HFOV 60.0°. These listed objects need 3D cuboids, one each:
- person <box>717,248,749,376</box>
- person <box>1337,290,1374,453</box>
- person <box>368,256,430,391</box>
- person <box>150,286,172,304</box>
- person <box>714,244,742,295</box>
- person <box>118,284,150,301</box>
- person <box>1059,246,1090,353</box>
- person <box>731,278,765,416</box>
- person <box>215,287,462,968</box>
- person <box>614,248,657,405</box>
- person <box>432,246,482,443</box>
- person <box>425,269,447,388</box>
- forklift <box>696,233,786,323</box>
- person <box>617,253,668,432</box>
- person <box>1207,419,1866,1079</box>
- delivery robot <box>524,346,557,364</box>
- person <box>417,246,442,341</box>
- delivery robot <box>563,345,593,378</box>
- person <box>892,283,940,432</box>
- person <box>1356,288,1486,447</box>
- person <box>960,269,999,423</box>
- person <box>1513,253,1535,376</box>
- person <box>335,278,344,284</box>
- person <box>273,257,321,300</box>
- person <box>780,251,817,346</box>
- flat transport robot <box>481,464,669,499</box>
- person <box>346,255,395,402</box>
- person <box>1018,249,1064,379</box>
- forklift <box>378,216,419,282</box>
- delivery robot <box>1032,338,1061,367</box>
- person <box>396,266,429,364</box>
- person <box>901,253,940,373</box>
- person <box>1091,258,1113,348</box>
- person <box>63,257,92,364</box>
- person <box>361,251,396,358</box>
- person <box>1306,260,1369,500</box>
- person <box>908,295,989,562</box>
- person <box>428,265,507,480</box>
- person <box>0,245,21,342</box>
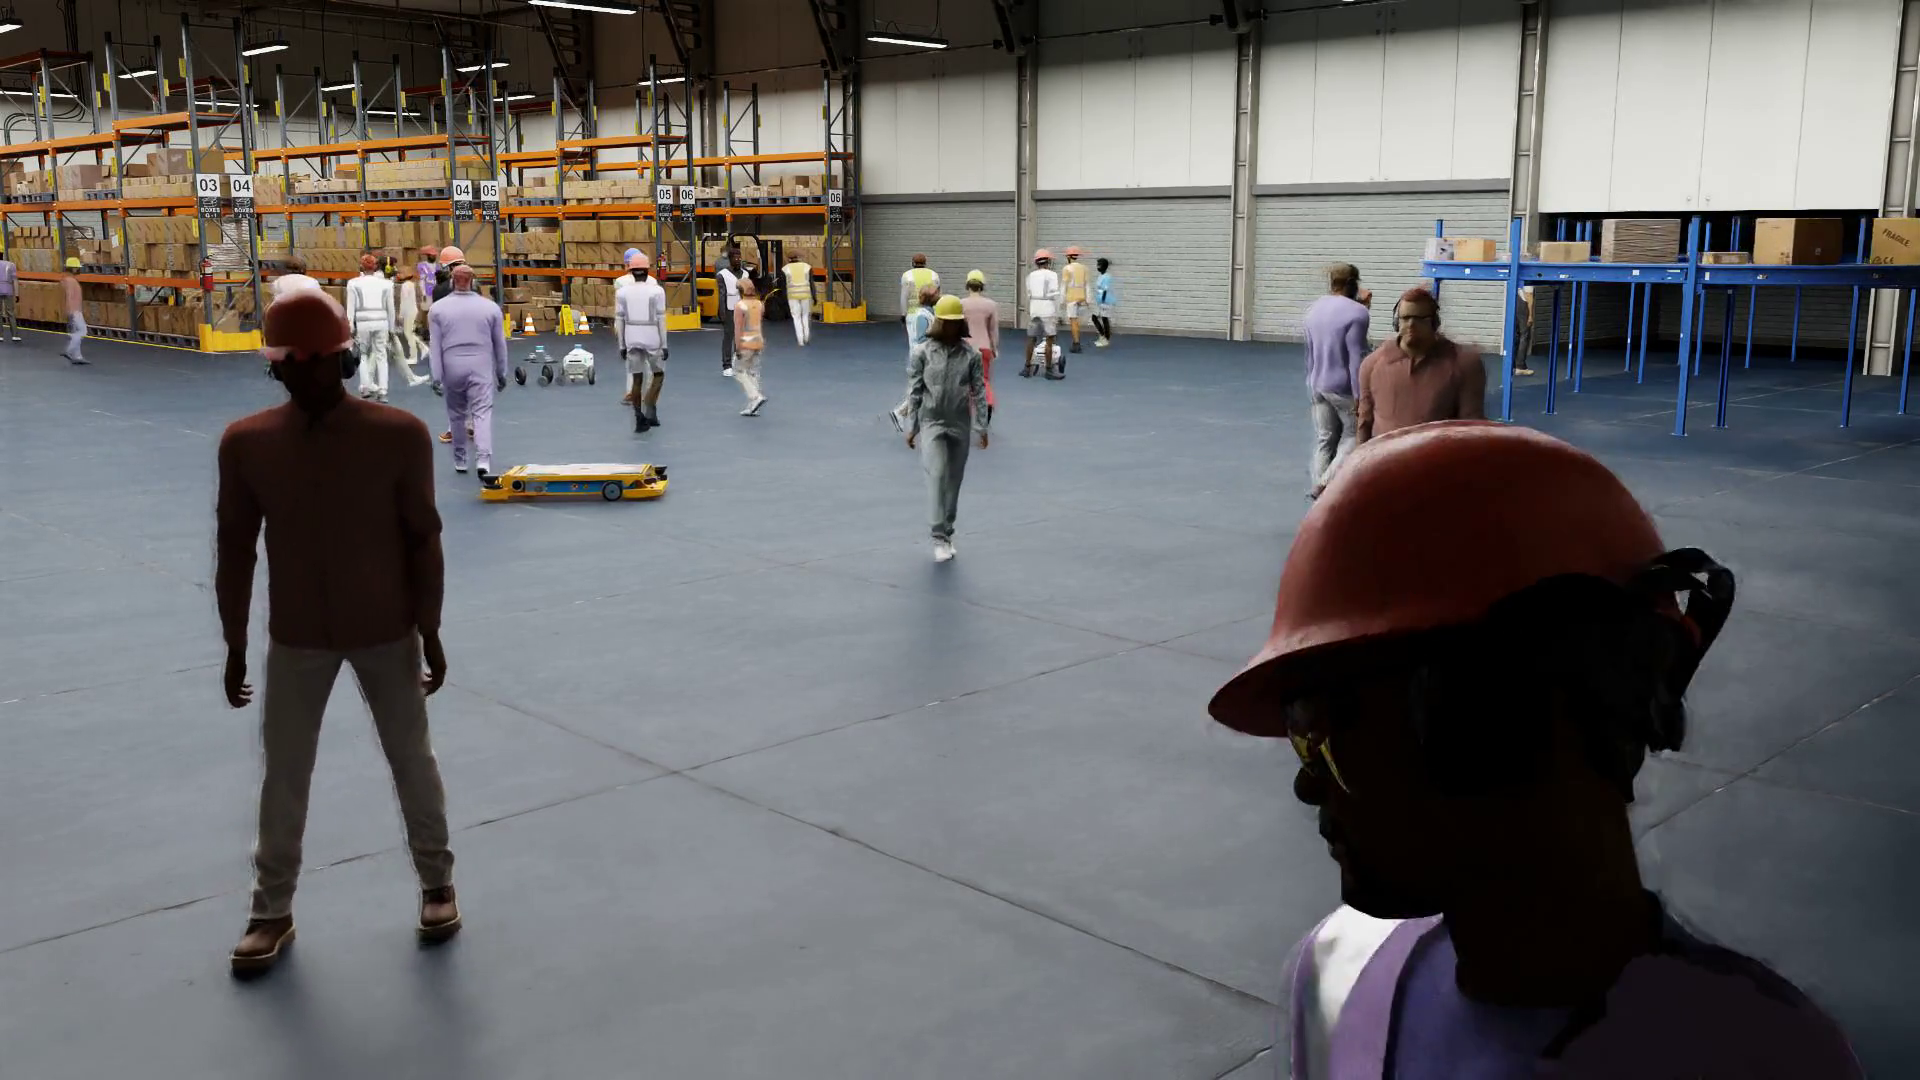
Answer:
[{"bbox_3d":[-3.429,-3.448,25.192,0.379,1.913,0.591,8,13,37],"label":"person"},{"bbox_3d":[3.818,-1.580,15.859,0.850,1.594,0.522,5,12,26],"label":"person"},{"bbox_3d":[-7.780,-2.958,22.771,0.970,1.811,0.548,-5,12,-26],"label":"person"},{"bbox_3d":[-19.279,-6.195,40.239,0.584,1.887,0.999,-8,13,-36],"label":"person"},{"bbox_3d":[-5.276,-5.813,38.079,0.655,1.914,0.572,0,10,0],"label":"person"},{"bbox_3d":[-18.900,-5.823,37.992,1.103,1.980,0.610,9,14,42],"label":"person"},{"bbox_3d":[2.041,-4.369,30.187,0.554,1.908,0.690,-8,13,-37],"label":"person"},{"bbox_3d":[-2.471,-2.254,19.471,0.394,1.623,0.517,7,12,32],"label":"person"},{"bbox_3d":[-1.832,0.247,4.882,0.635,1.981,0.437,-2,11,-12],"label":"person"},{"bbox_3d":[-4.080,-2.690,20.945,0.618,1.946,0.394,-9,14,-41],"label":"person"},{"bbox_3d":[-5.165,-2.009,17.110,0.375,1.995,0.609,6,12,32],"label":"person"},{"bbox_3d":[-6.906,-2.810,22.353,0.794,1.658,0.554,0,10,0],"label":"person"},{"bbox_3d":[-5.496,-6.489,41.108,2.313,2.155,1.214,-10,14,-44],"label":"forklift"},{"bbox_3d":[-3.443,-2.145,18.053,0.570,1.916,0.440,1,10,7],"label":"person"},{"bbox_3d":[0.411,0.932,1.117,0.441,1.985,0.727,-2,11,-12],"label":"person"},{"bbox_3d":[-5.974,-2.643,23.644,0.335,0.223,0.698,-8,13,-37],"label":"delivery robot"},{"bbox_3d":[-10.534,-4.931,33.306,0.972,1.885,0.568,9,14,41],"label":"person"},{"bbox_3d":[-5.495,-2.570,23.956,0.477,0.478,0.707,-1,10,-5],"label":"delivery robot"},{"bbox_3d":[-0.408,-1.847,17.235,0.575,1.628,0.524,2,11,11],"label":"person"},{"bbox_3d":[2.272,-0.319,8.308,0.641,1.843,1.031,4,11,22],"label":"person"},{"bbox_3d":[0.176,-2.087,18.238,0.539,1.744,0.625,-2,11,-12],"label":"person"},{"bbox_3d":[8.573,-3.439,25.309,0.392,1.840,0.550,-3,11,-18],"label":"person"},{"bbox_3d":[-18.306,-7.823,48.988,0.452,1.925,0.625,-10,14,-43],"label":"person"},{"bbox_3d":[-8.803,-2.888,22.370,0.655,1.815,0.798,1,10,6],"label":"person"},{"bbox_3d":[-3.131,-4.646,32.013,0.697,1.802,0.705,-4,11,-19],"label":"person"},{"bbox_3d":[-3.139,-0.488,13.631,1.431,0.197,0.652,-1,10,-5],"label":"flat transport robot"},{"bbox_3d":[-7.534,-2.702,21.247,0.657,1.860,0.600,-7,12,-33],"label":"person"},{"bbox_3d":[1.242,-3.347,24.697,0.742,1.898,0.402,9,14,40],"label":"person"},{"bbox_3d":[-17.868,-9.201,54.028,1.873,2.768,1.129,-10,14,-44],"label":"forklift"},{"bbox_3d":[1.330,-2.865,25.565,0.477,0.478,0.707,2,11,12],"label":"delivery robot"},{"bbox_3d":[-9.054,-3.704,27.391,0.418,1.615,0.497,-2,11,-10],"label":"person"},{"bbox_3d":[-0.626,-3.518,25.754,0.633,1.841,0.429,-4,11,-20],"label":"person"},{"bbox_3d":[2.675,-4.488,31.447,0.404,1.682,0.555,-1,10,-8],"label":"person"},{"bbox_3d":[-14.528,-3.766,27.362,0.358,1.755,0.525,-4,11,-20],"label":"person"},{"bbox_3d":[-10.034,-4.067,28.769,0.577,1.829,0.999,-7,12,-33],"label":"person"},{"bbox_3d":[2.823,-1.105,12.362,0.434,1.924,0.662,-5,12,-26],"label":"person"},{"bbox_3d":[-0.050,-0.714,10.774,0.512,1.713,0.738,-3,11,-17],"label":"person"},{"bbox_3d":[-4.305,-1.477,14.597,0.660,1.862,0.988,-3,11,-18],"label":"person"},{"bbox_3d":[-19.166,-4.940,33.277,0.590,1.926,0.388,-4,11,-22],"label":"person"}]
